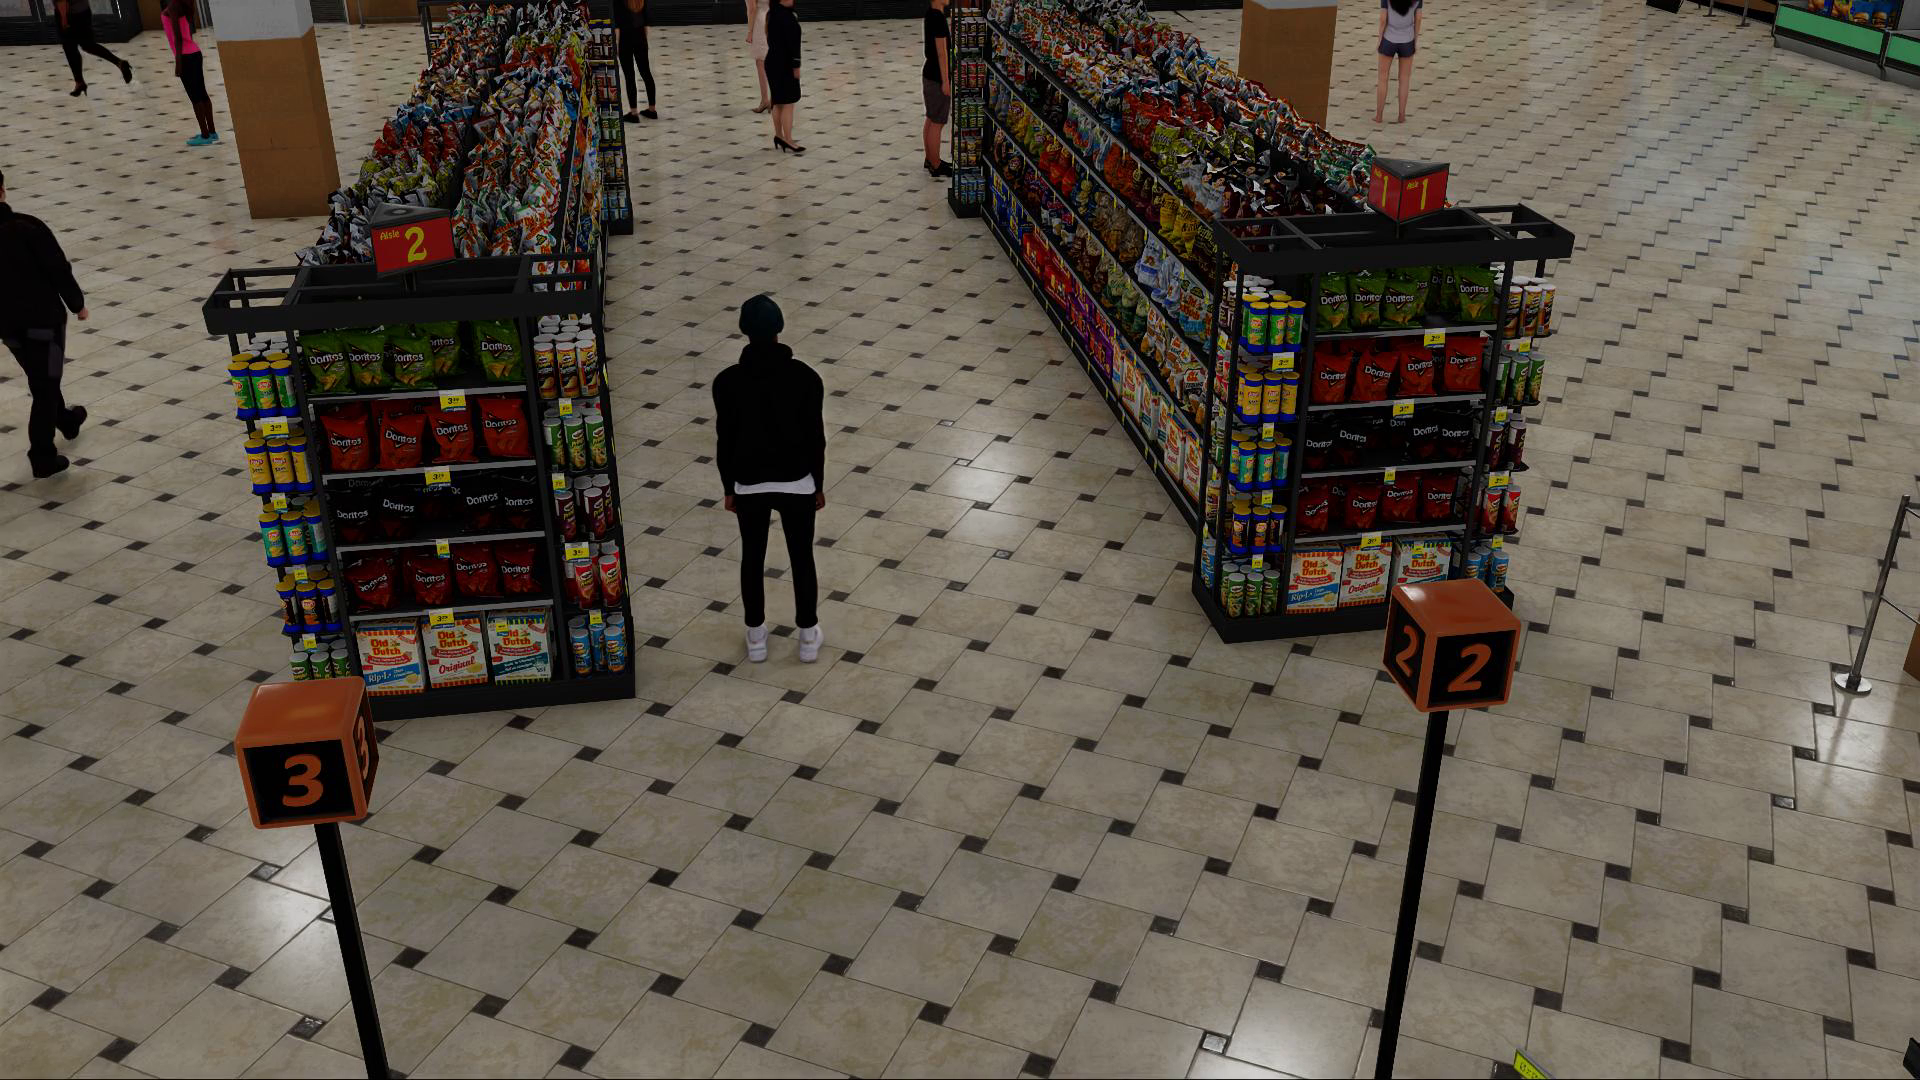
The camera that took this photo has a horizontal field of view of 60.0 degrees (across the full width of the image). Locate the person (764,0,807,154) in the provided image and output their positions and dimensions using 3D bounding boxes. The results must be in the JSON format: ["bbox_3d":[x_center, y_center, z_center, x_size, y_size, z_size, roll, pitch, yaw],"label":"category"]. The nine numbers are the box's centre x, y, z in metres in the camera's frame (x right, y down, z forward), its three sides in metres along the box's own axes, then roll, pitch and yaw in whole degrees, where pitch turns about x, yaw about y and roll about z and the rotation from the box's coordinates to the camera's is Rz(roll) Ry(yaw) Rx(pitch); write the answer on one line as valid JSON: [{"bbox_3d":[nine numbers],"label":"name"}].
[{"bbox_3d":[-1.785,-4.781,16.824,0.835,1.671,0.690,-15,30,-27],"label":"person"}]

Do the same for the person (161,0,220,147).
[{"bbox_3d":[-7.922,-4.939,17.080,0.654,1.722,0.534,0,27,0],"label":"person"}]

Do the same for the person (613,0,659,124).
[{"bbox_3d":[-3.551,-5.428,18.060,0.684,1.708,0.718,-24,36,-39],"label":"person"}]

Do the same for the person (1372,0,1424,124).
[{"bbox_3d":[4.726,-5.388,17.982,0.645,1.706,0.611,2,27,4],"label":"person"}]

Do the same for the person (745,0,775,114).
[{"bbox_3d":[-2.183,-5.629,18.425,0.744,1.736,0.680,17,31,30],"label":"person"}]

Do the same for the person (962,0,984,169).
[{"bbox_3d":[0.209,-4.517,16.244,0.609,1.724,0.524,-6,28,-12],"label":"person"}]

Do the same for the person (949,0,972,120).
[{"bbox_3d":[0.074,-5.455,18.104,0.954,1.716,0.883,19,32,32],"label":"person"}]

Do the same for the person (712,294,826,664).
[{"bbox_3d":[-0.870,-0.268,7.764,0.695,1.818,0.629,-1,27,-1],"label":"person"}]

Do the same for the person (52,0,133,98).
[{"bbox_3d":[-10.029,-5.973,19.010,0.924,1.820,1.045,5,27,9],"label":"person"}]

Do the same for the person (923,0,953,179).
[{"bbox_3d":[-0.220,-4.455,15.972,0.742,1.861,0.496,-5,27,-11],"label":"person"}]

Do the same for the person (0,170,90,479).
[{"bbox_3d":[-5.458,-1.229,9.687,0.870,1.792,1.225,0,27,0],"label":"person"}]
